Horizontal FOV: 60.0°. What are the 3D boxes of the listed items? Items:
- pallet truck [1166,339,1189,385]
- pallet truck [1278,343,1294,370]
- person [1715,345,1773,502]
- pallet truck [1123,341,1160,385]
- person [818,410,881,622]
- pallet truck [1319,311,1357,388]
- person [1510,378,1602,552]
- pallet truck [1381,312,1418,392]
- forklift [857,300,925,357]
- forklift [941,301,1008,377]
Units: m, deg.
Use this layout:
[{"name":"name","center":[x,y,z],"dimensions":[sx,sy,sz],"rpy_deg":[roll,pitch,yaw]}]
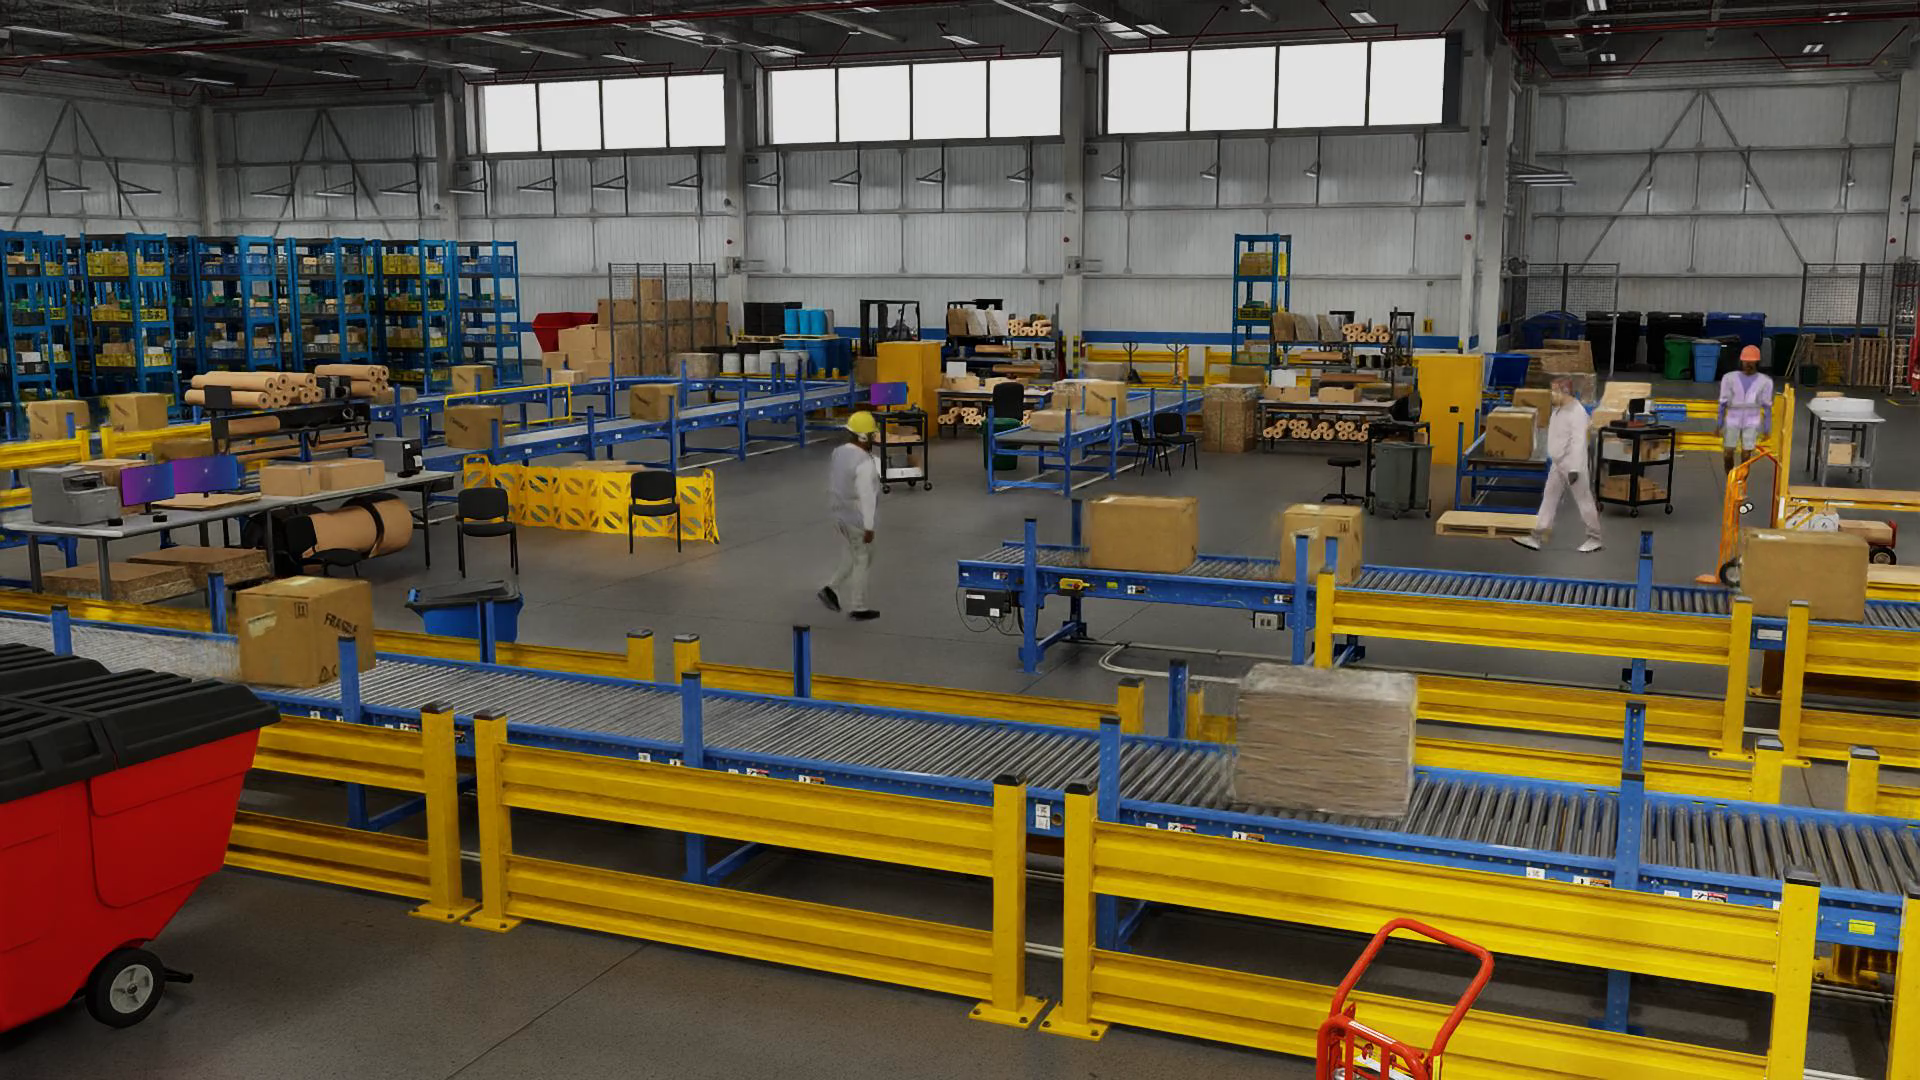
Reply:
[{"name":"pallet truck","center":[5.418,-4.269,40.420],"dimensions":[0.704,1.261,1.522],"rpy_deg":[3,10,20]},{"name":"pallet truck","center":[7.886,-4.163,39.743],"dimensions":[0.653,1.274,1.630],"rpy_deg":[4,10,22]},{"name":"person","center":[10.018,-1.477,21.269],"dimensions":[0.653,2.025,0.579],"rpy_deg":[5,10,26]},{"name":"pallet truck","center":[4.445,-4.380,41.279],"dimensions":[0.680,1.201,1.601],"rpy_deg":[4,10,22]},{"name":"person","center":[-0.897,-0.196,14.147],"dimensions":[0.465,1.816,0.608],"rpy_deg":[-6,11,-31]},{"name":"pallet truck","center":[9.071,-4.419,39.190],"dimensions":[0.823,1.965,1.885],"rpy_deg":[5,10,26]},{"name":"person","center":[6.385,-0.781,17.586],"dimensions":[0.992,1.840,0.774],"rpy_deg":[-1,9,-5]},{"name":"pallet truck","center":[10.207,-4.283,38.369],"dimensions":[0.823,1.965,1.885],"rpy_deg":[3,10,20]},{"name":"forklift","center":[-1.732,-5.109,42.468],"dimensions":[1.157,1.987,2.680],"rpy_deg":[4,10,22]},{"name":"forklift","center":[0.365,-4.966,41.571],"dimensions":[1.157,1.987,2.680],"rpy_deg":[3,10,20]}]
